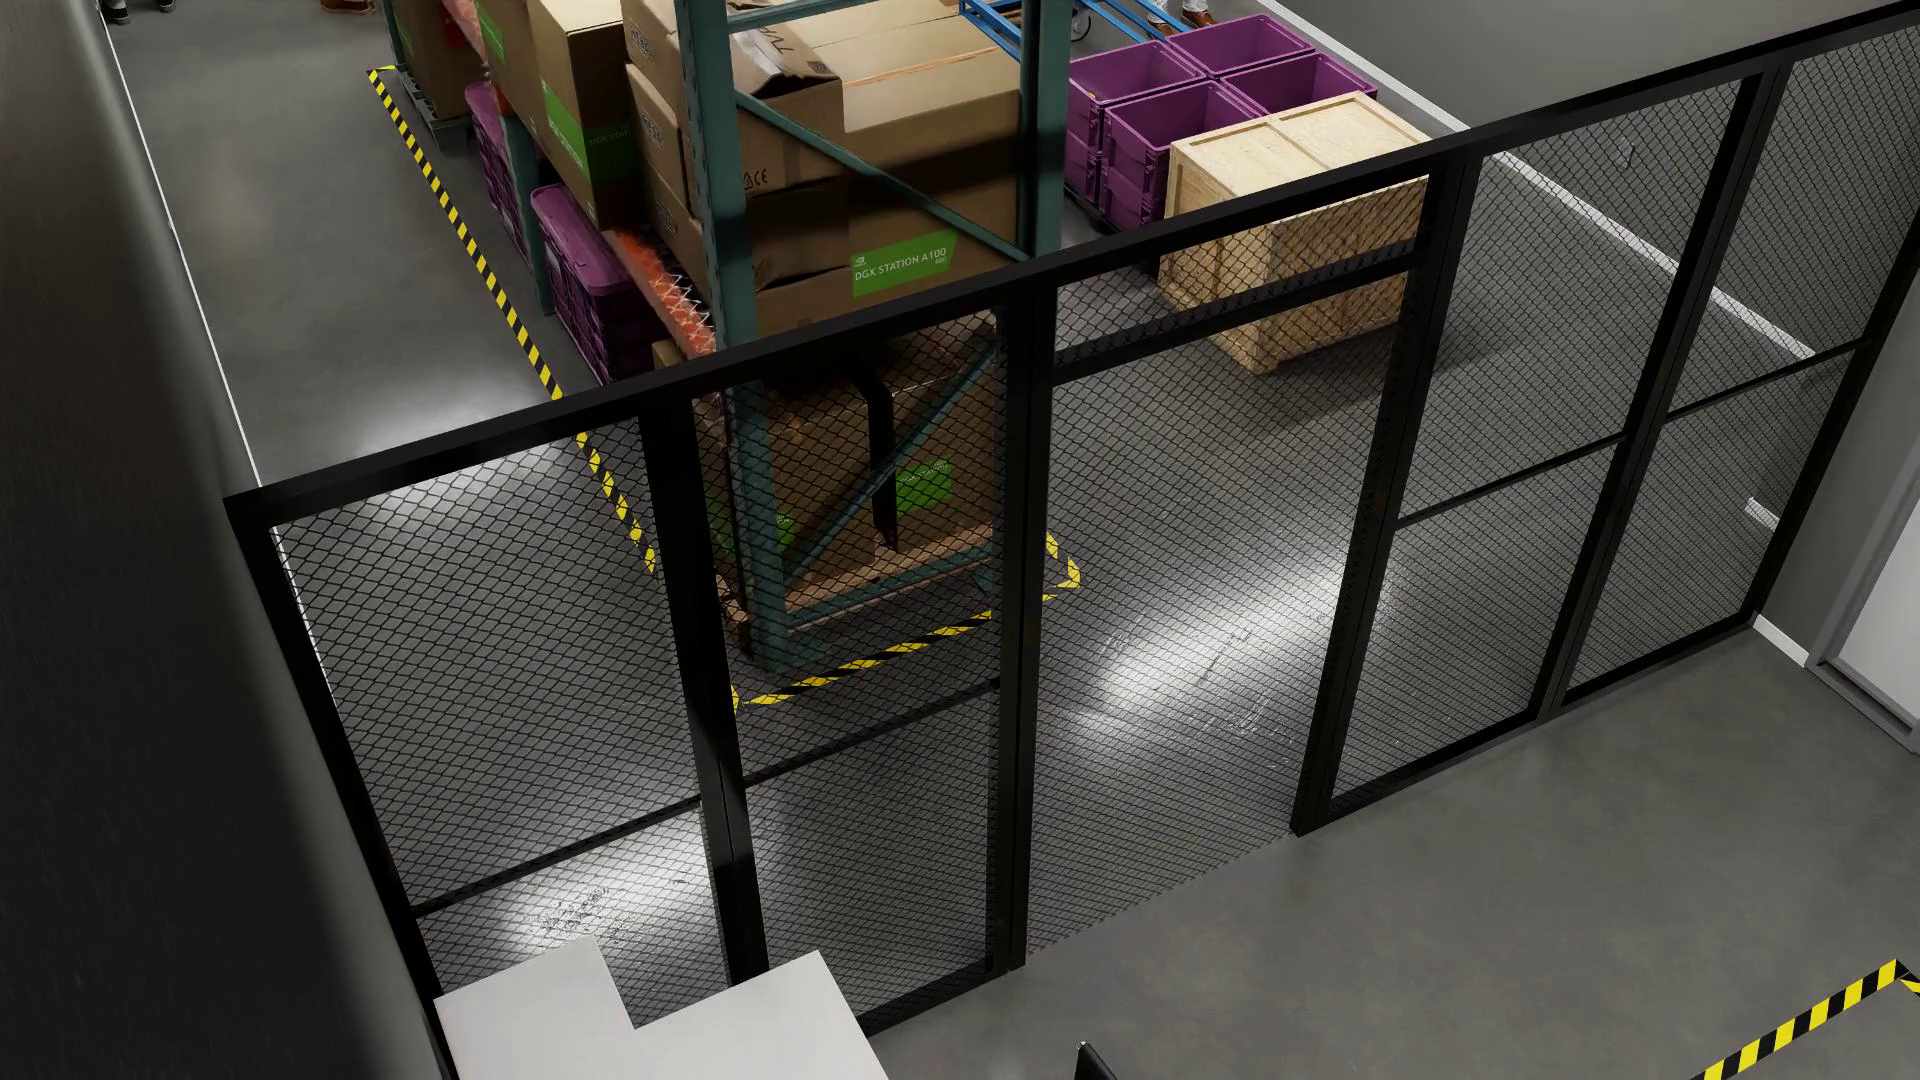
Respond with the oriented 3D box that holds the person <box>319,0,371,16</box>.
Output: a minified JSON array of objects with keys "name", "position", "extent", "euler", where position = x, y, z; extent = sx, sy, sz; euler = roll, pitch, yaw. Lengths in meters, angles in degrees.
[{"name":"person","position":[-3.316,-3.776,9.081],"extent":[0.833,1.947,0.631],"euler":[10,43,11]}]

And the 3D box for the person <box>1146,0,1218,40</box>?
[{"name":"person","position":[1.278,-3.629,8.916],"extent":[0.628,1.940,0.373],"euler":[-21,47,-22]}]

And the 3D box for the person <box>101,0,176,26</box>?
[{"name":"person","position":[-4.808,-3.775,9.152],"extent":[0.597,1.832,0.404],"euler":[-26,49,-26]}]
